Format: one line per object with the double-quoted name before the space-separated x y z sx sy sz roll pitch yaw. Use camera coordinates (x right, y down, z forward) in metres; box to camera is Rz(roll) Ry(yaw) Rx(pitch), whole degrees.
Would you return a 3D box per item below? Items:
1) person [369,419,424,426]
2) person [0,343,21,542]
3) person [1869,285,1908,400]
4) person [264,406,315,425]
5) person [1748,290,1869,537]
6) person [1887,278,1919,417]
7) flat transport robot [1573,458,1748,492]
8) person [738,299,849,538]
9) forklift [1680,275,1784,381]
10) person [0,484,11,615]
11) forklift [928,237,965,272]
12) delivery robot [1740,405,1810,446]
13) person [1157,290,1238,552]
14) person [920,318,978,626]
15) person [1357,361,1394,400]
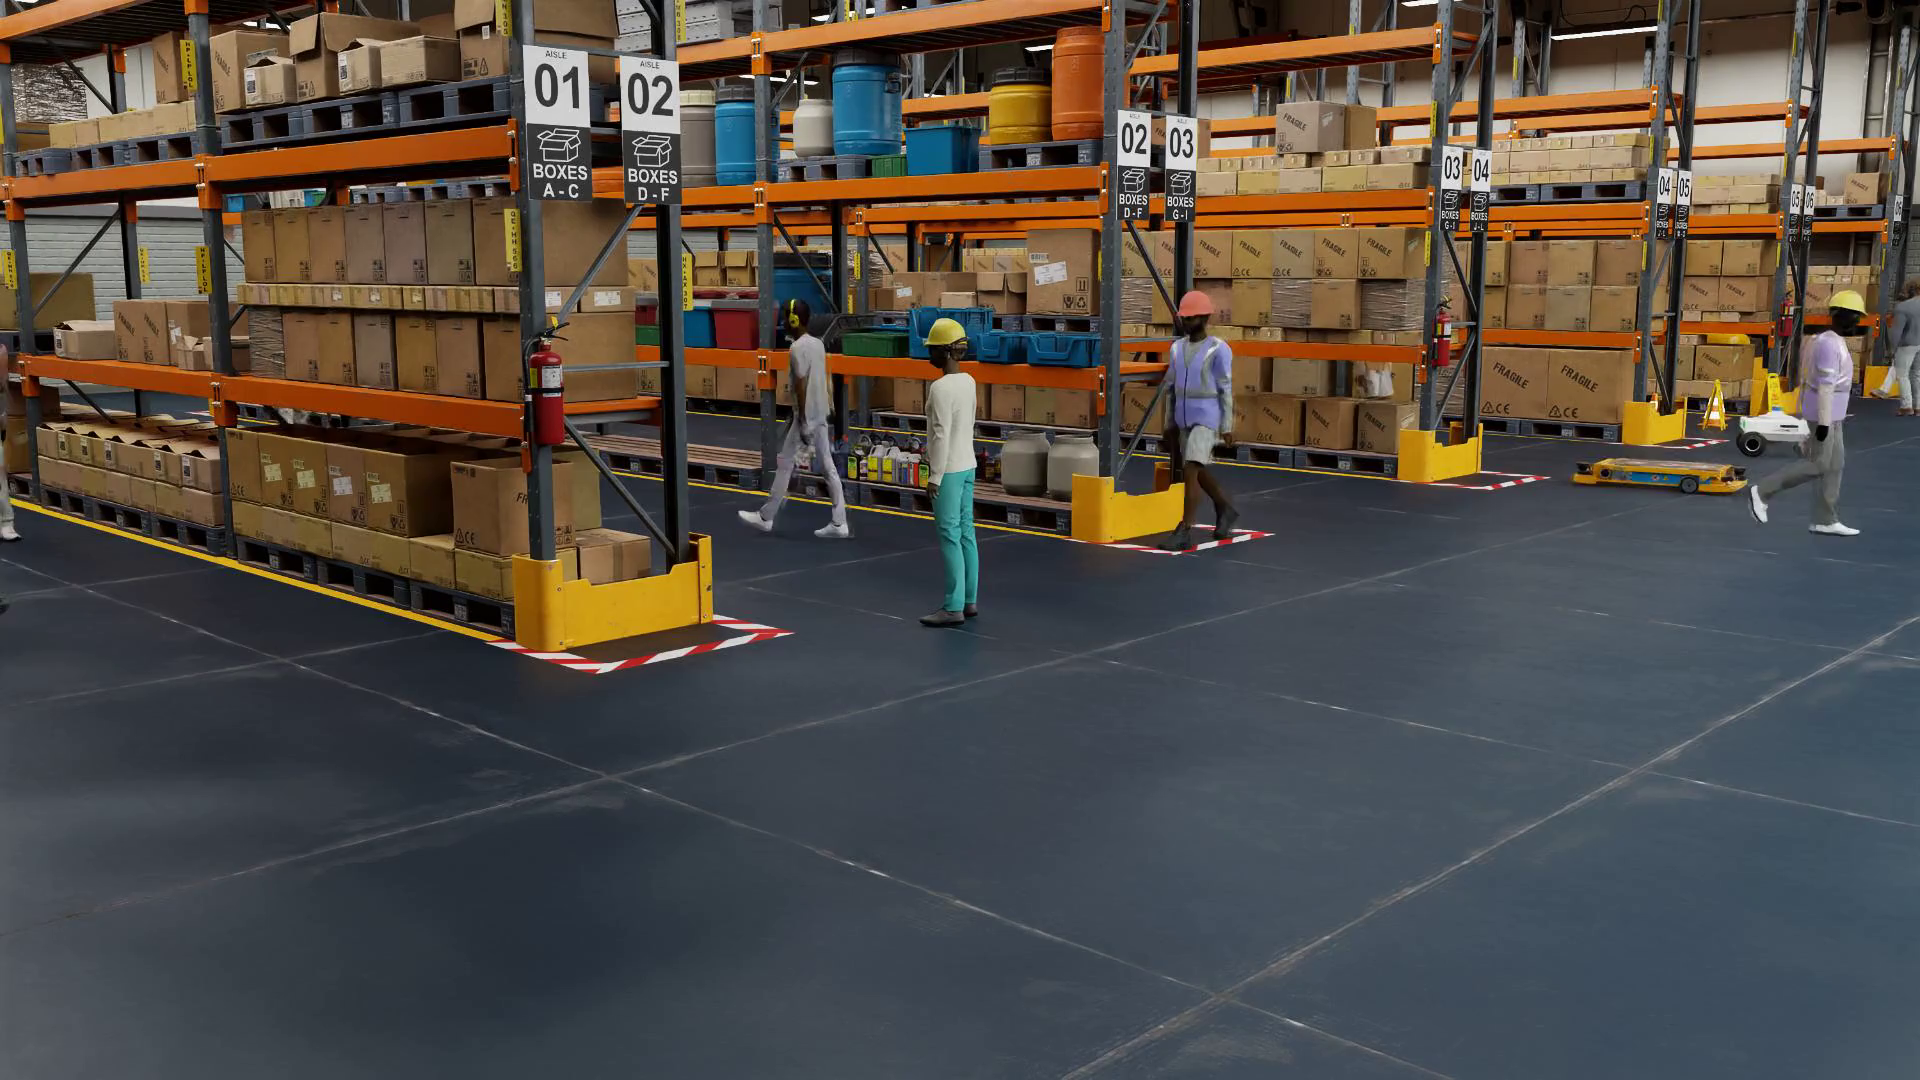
"person" -4.656 -1.121 13.878 0.759 1.840 0.537 9 13 43
"person" -7.552 -0.945 12.686 0.988 1.883 0.590 9 13 44
"person" 14.819 -3.080 25.965 0.975 1.813 0.638 2 10 15
"person" -6.401 -1.345 15.948 0.517 1.616 0.766 -8 13 -42
"person" 6.632 -0.990 12.931 0.715 1.890 0.589 6 11 32
"person" 13.355 -2.680 23.263 0.686 1.924 0.483 -1 9 -7
"flat transport robot" 6.634 -0.625 15.756 1.431 0.197 0.652 6 11 33
"person" -1.265 -0.931 12.779 0.969 1.812 0.493 5 10 26
"forklift" 12.480 -3.427 27.053 1.214 2.155 2.313 9 13 43
"person" -5.834 -0.396 9.575 0.911 1.782 0.623 3 10 18
"forklift" -0.326 -5.817 39.609 1.129 2.768 1.873 9 13 43
"delivery robot" 9.029 -1.246 18.411 0.707 0.478 0.477 3 10 21
"person" 1.814 -0.906 12.399 0.944 1.905 0.556 -8 12 -40
"person" -0.071 -0.394 9.639 0.315 1.767 0.535 4 10 21
"person" 4.593 -1.926 18.571 0.554 1.925 0.567 -6 11 -34
